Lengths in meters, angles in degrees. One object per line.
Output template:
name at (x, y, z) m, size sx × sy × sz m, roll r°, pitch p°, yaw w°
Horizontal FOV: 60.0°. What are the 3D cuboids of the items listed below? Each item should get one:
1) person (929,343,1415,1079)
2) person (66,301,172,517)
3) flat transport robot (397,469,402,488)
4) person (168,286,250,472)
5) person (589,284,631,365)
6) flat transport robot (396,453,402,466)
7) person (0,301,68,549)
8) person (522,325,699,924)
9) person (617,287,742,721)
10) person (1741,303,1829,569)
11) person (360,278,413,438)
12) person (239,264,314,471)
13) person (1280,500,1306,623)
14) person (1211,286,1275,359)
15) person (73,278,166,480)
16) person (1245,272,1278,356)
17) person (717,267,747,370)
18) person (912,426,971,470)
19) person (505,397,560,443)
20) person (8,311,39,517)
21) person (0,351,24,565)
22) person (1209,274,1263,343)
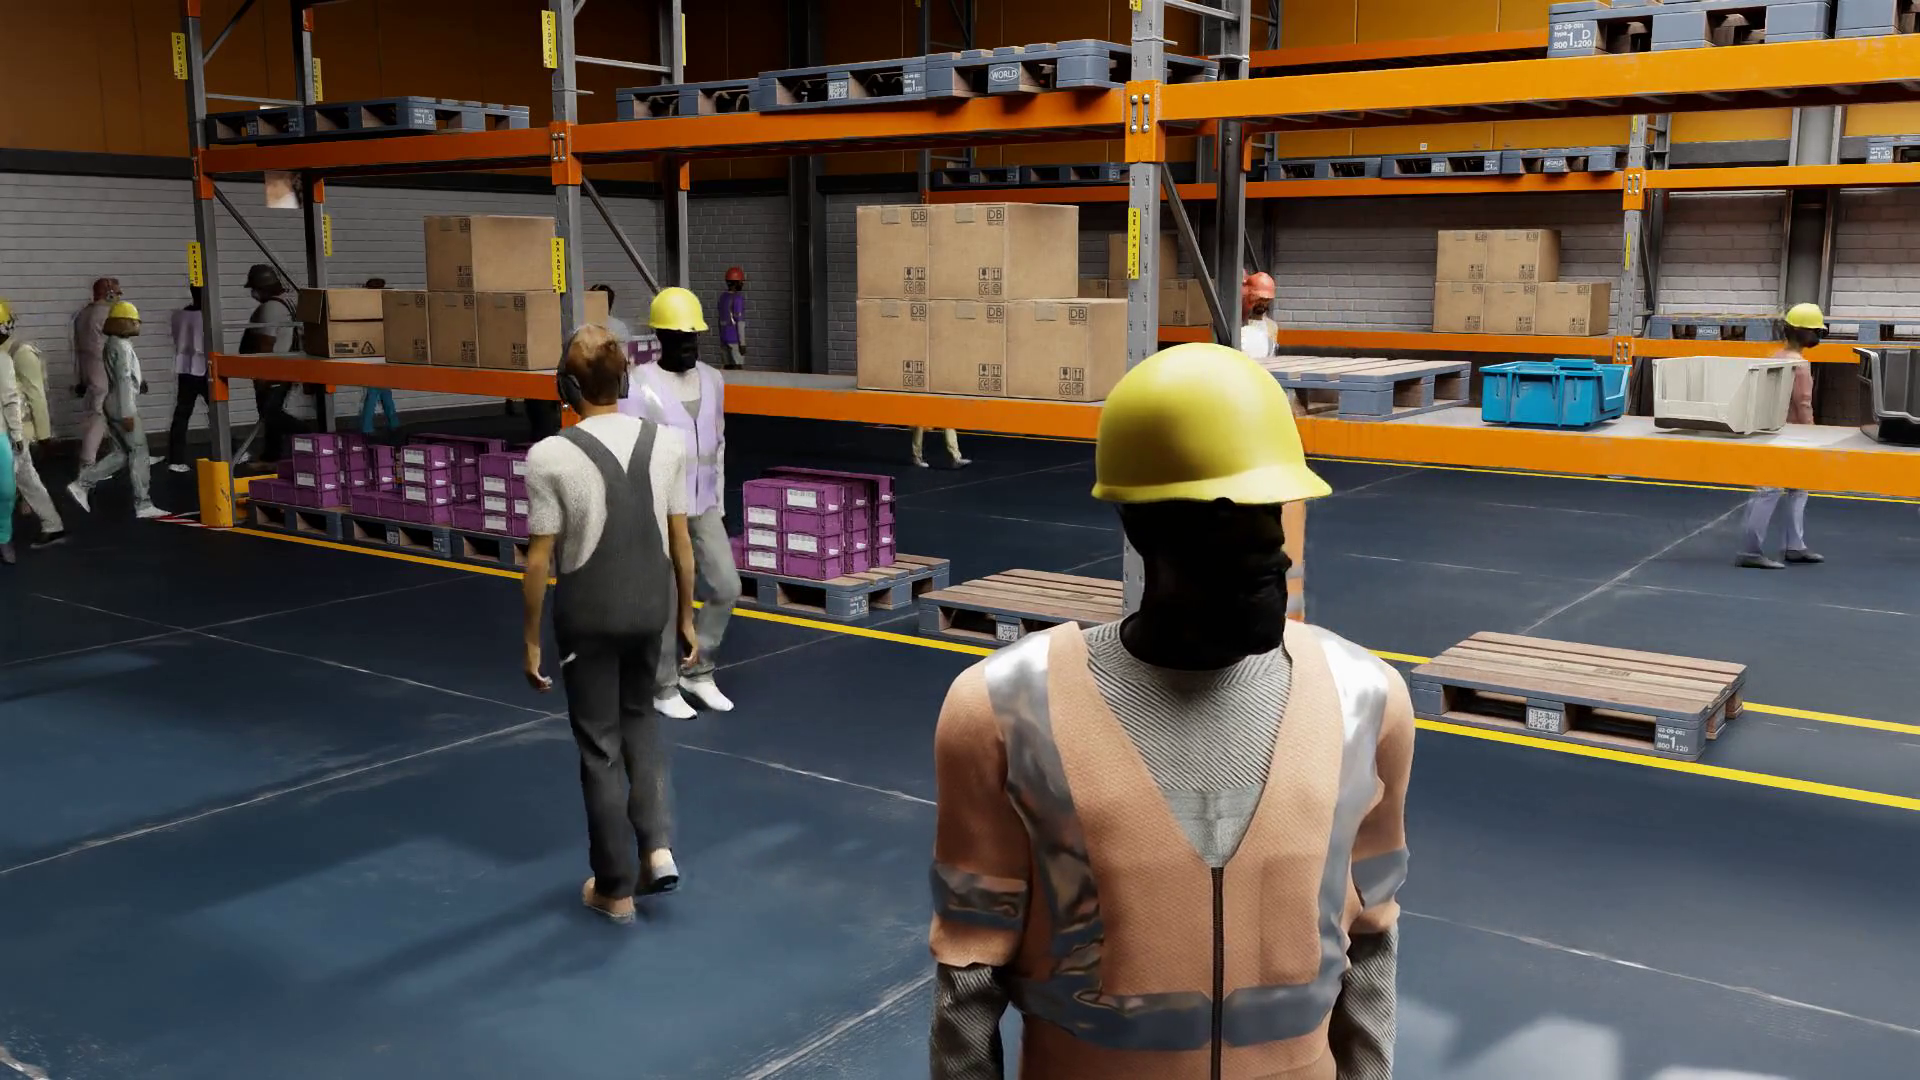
person at (0.259, 0.731, 2.009) m, size 0.594 × 1.929 × 0.354 m, roll -2°, pitch 10°, yaw -10°
person at (-6.665, -1.010, 13.054) m, size 0.645 × 1.716 × 0.519 m, roll -7°, pitch 12°, yaw -36°
flat transport robot at (-4.568, -0.490, 14.219) m, size 1.431 × 0.197 × 0.652 m, roll -3°, pitch 10°, yaw -18°
person at (-7.370, -1.600, 16.137) m, size 0.603 × 1.859 × 1.042 m, roll 2°, pitch 10°, yaw 12°
person at (-2.940, -1.285, 14.345) m, size 0.838 × 1.838 × 0.568 m, roll 4°, pitch 11°, yaw 25°
flat transport robot at (-5.151, -0.639, 15.103) m, size 0.652 × 0.197 × 1.431 m, roll -3°, pitch 10°, yaw -18°
person at (-6.588, -0.775, 11.439) m, size 0.588 × 1.780 × 0.891 m, roll 6°, pitch 11°, yaw 30°
person at (-1.071, 0.266, 5.070) m, size 0.549 × 1.833 × 0.403 m, roll -7°, pitch 12°, yaw -37°
person at (-1.203, -0.141, 7.270) m, size 0.514 × 1.905 × 0.607 m, roll 8°, pitch 13°, yaw 41°
person at (5.495, -0.663, 10.868) m, size 0.701 × 1.740 × 0.561 m, roll 2°, pitch 10°, yaw 10°
person at (-6.588, -2.086, 19.109) m, size 0.585 × 1.812 × 0.857 m, roll 8°, pitch 12°, yaw 39°
person at (-6.462, -1.646, 15.841) m, size 0.758 × 2.000 × 0.708 m, roll -2°, pitch 10°, yaw -11°
person at (0.923, 0.310, 5.400) m, size 0.395 × 1.621 × 0.546 m, roll 6°, pitch 12°, yaw 34°
person at (1.908, -0.770, 11.164) m, size 0.589 × 1.861 × 0.744 m, roll -8°, pitch 13°, yaw -40°
person at (-7.860, -1.497, 15.496) m, size 0.648 × 1.854 × 0.960 m, roll 8°, pitch 12°, yaw 38°
person at (2.271, -1.095, 12.880) m, size 0.546 × 1.934 × 0.376 m, roll -8°, pitch 12°, yaw -38°
person at (-3.019, -2.673, 22.266) m, size 0.379 × 1.937 × 0.548 m, roll -7°, pitch 12°, yaw -38°
person at (-0.225, -1.461, 16.060) m, size 0.521 × 1.584 × 0.847 m, roll -6°, pitch 11°, yaw -33°
person at (-3.512, -1.211, 13.583) m, size 0.969 × 1.928 × 0.663 m, roll 5°, pitch 11°, yaw 27°
person at (-7.661, -1.040, 13.375) m, size 0.545 × 1.662 × 0.741 m, roll -5°, pitch 11°, yaw -26°
person at (-6.428, -0.672, 10.865) m, size 0.546 × 1.752 × 0.375 m, roll -6°, pitch 11°, yaw -32°
person at (2.380, -1.341, 14.210) m, size 0.639 × 1.979 × 0.606 m, roll -7°, pitch 12°, yaw -35°
